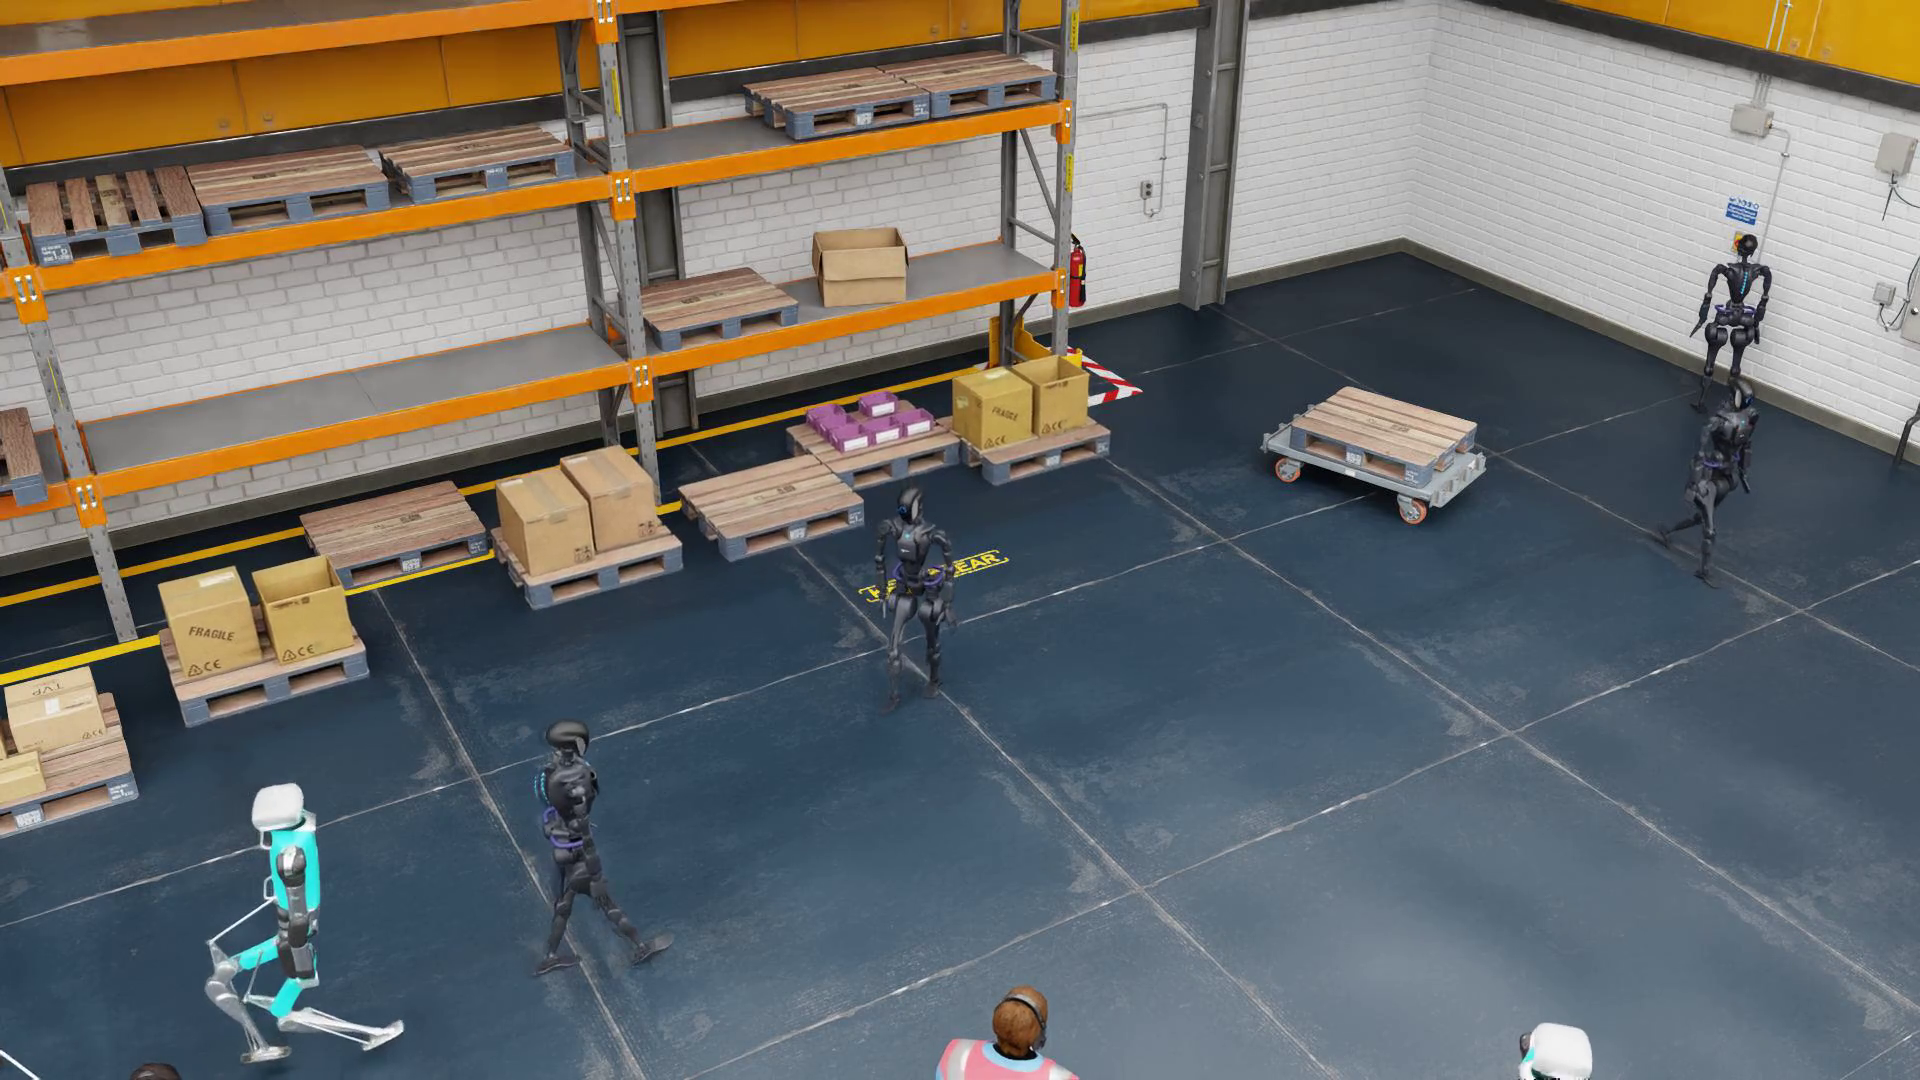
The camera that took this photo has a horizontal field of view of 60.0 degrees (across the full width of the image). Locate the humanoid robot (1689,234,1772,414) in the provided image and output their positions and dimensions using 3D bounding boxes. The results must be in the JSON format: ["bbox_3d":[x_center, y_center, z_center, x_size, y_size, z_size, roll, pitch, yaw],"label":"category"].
[{"bbox_3d":[6.926,-1.945,14.971,0.599,1.657,0.315,5,30,8],"label":"humanoid robot"}]

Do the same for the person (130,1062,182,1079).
[{"bbox_3d":[-2.931,2.785,6.422,0.535,1.870,0.417,-7,30,-13],"label":"person"}]

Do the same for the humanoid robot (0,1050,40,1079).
[{"bbox_3d":[-4.195,2.438,7.239,1.014,1.792,0.542,4,30,7],"label":"humanoid robot"}]

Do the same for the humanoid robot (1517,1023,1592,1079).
[{"bbox_3d":[2.554,2.714,6.750,0.787,1.837,0.539,2,30,3],"label":"humanoid robot"}]

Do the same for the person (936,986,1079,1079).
[{"bbox_3d":[0.216,2.566,6.851,0.628,1.835,0.431,10,31,18],"label":"person"}]

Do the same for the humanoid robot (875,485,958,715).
[{"bbox_3d":[-0.282,0.384,10.873,0.593,1.641,0.599,11,31,18],"label":"humanoid robot"}]

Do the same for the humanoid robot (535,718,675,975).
[{"bbox_3d":[-1.978,1.595,8.767,0.761,1.626,0.615,-13,32,-22],"label":"humanoid robot"}]

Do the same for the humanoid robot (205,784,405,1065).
[{"bbox_3d":[-3.338,1.948,8.039,1.030,1.733,0.559,-9,31,-16],"label":"humanoid robot"}]

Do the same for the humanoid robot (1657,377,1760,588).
[{"bbox_3d":[5.630,-0.501,12.495,0.610,1.648,0.786,-13,32,-21],"label":"humanoid robot"}]
